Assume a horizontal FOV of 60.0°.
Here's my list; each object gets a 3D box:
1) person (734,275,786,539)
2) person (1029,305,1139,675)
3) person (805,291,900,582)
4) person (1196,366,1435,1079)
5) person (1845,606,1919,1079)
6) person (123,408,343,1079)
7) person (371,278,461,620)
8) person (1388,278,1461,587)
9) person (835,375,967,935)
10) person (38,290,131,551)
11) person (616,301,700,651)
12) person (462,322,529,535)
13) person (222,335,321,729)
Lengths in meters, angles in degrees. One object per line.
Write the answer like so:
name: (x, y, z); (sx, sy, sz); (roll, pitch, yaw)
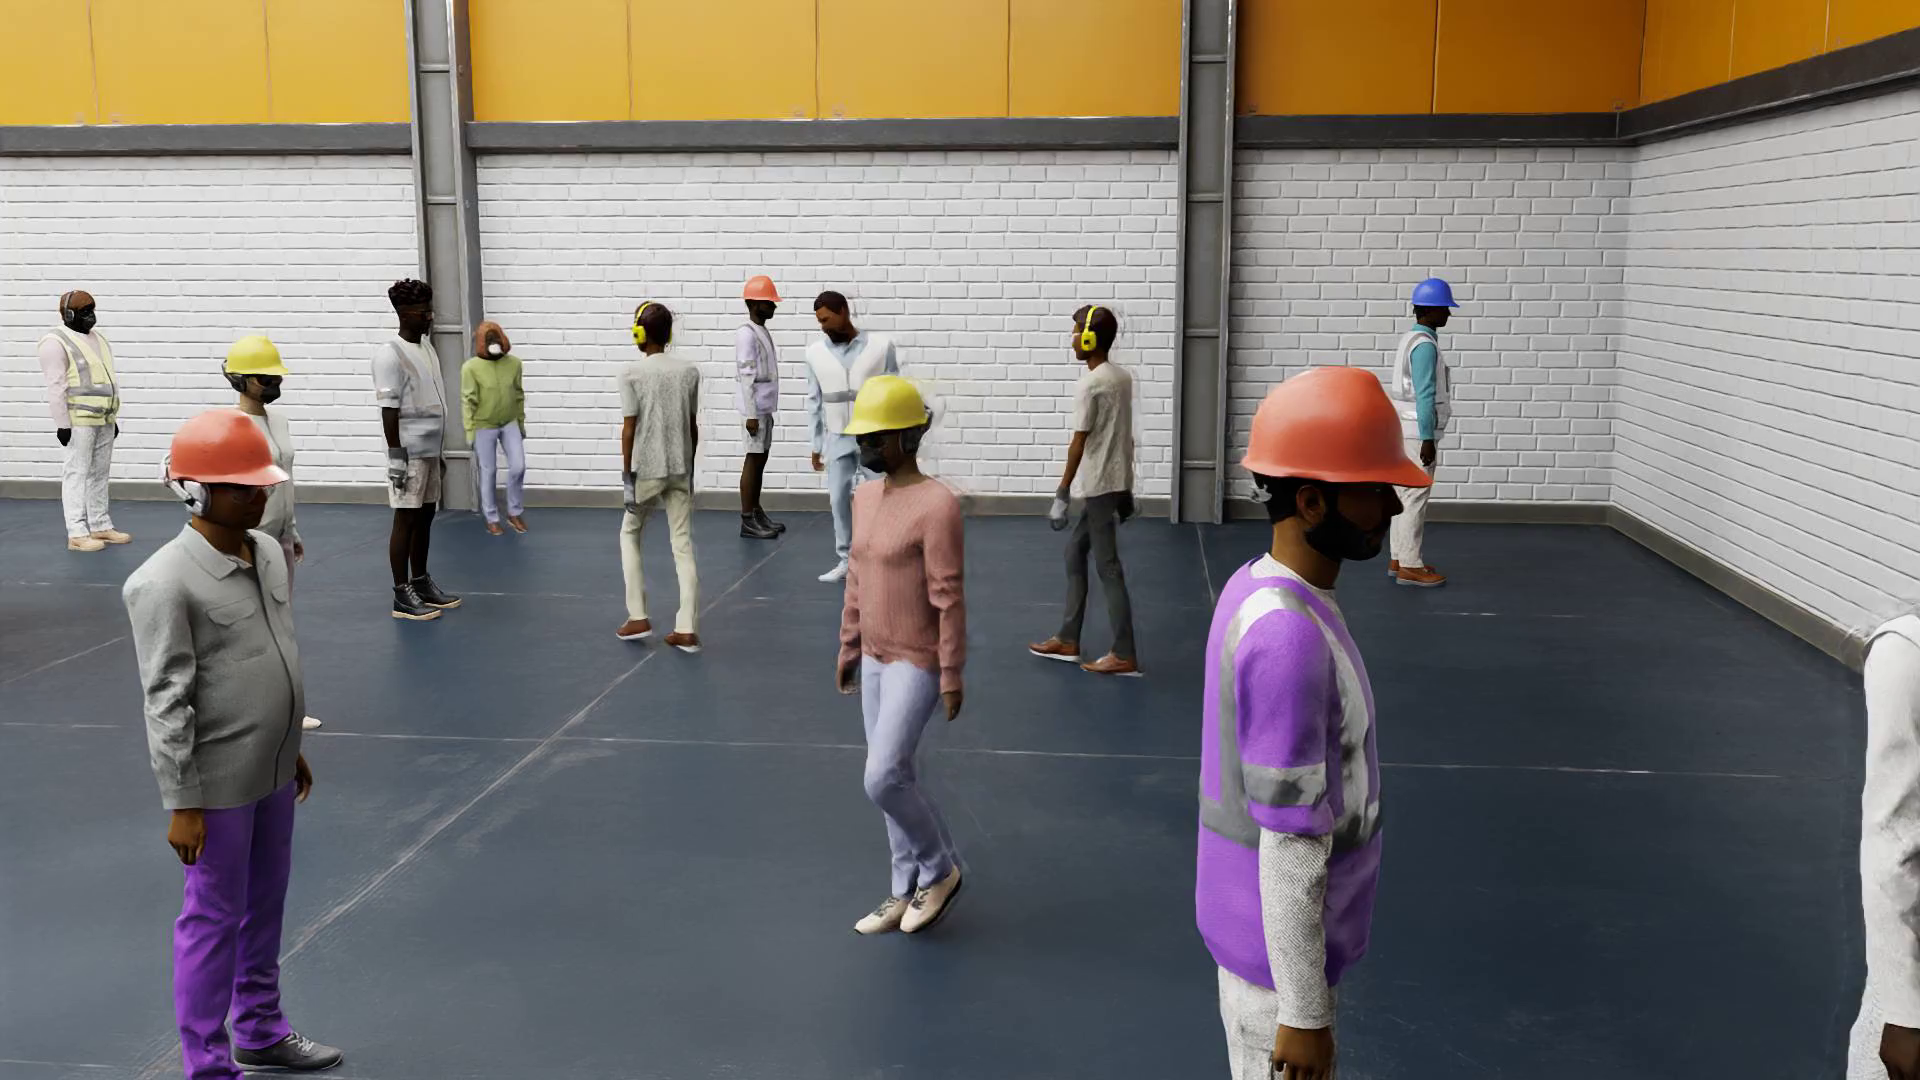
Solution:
person: (-1.470, -0.981, 12.321); (0.364, 1.935, 0.553); (1, 10, 6)
person: (0.583, -0.239, 8.343); (0.776, 1.840, 0.544); (5, 11, 26)
person: (-0.593, -0.643, 10.599); (0.761, 1.875, 0.386); (1, 10, 4)
person: (0.591, 0.670, 2.871); (0.364, 1.935, 0.553); (1, 10, 6)
person: (1.746, 0.714, 2.915); (0.570, 1.851, 0.939); (-1, 10, -8)
person: (-1.763, 0.548, 4.093); (0.336, 1.749, 0.575); (1, 10, 6)
person: (-3.159, -0.531, 9.664); (0.361, 1.964, 0.616); (1, 10, 6)
person: (2.946, -0.688, 10.612); (0.396, 1.946, 0.617); (1, 10, 6)
person: (-0.209, 0.375, 5.083); (0.369, 1.750, 0.538); (-6, 12, -33)
person: (-6.220, -0.853, 11.862); (0.429, 1.842, 0.636); (1, 10, 6)
person: (-1.629, -0.344, 8.924); (0.495, 1.848, 0.692); (-7, 12, -34)
person: (-3.449, -0.819, 12.345); (0.519, 1.601, 0.460); (-8, 13, -39)
person: (-2.988, 0.006, 7.163); (0.318, 1.767, 0.534); (1, 10, 6)
